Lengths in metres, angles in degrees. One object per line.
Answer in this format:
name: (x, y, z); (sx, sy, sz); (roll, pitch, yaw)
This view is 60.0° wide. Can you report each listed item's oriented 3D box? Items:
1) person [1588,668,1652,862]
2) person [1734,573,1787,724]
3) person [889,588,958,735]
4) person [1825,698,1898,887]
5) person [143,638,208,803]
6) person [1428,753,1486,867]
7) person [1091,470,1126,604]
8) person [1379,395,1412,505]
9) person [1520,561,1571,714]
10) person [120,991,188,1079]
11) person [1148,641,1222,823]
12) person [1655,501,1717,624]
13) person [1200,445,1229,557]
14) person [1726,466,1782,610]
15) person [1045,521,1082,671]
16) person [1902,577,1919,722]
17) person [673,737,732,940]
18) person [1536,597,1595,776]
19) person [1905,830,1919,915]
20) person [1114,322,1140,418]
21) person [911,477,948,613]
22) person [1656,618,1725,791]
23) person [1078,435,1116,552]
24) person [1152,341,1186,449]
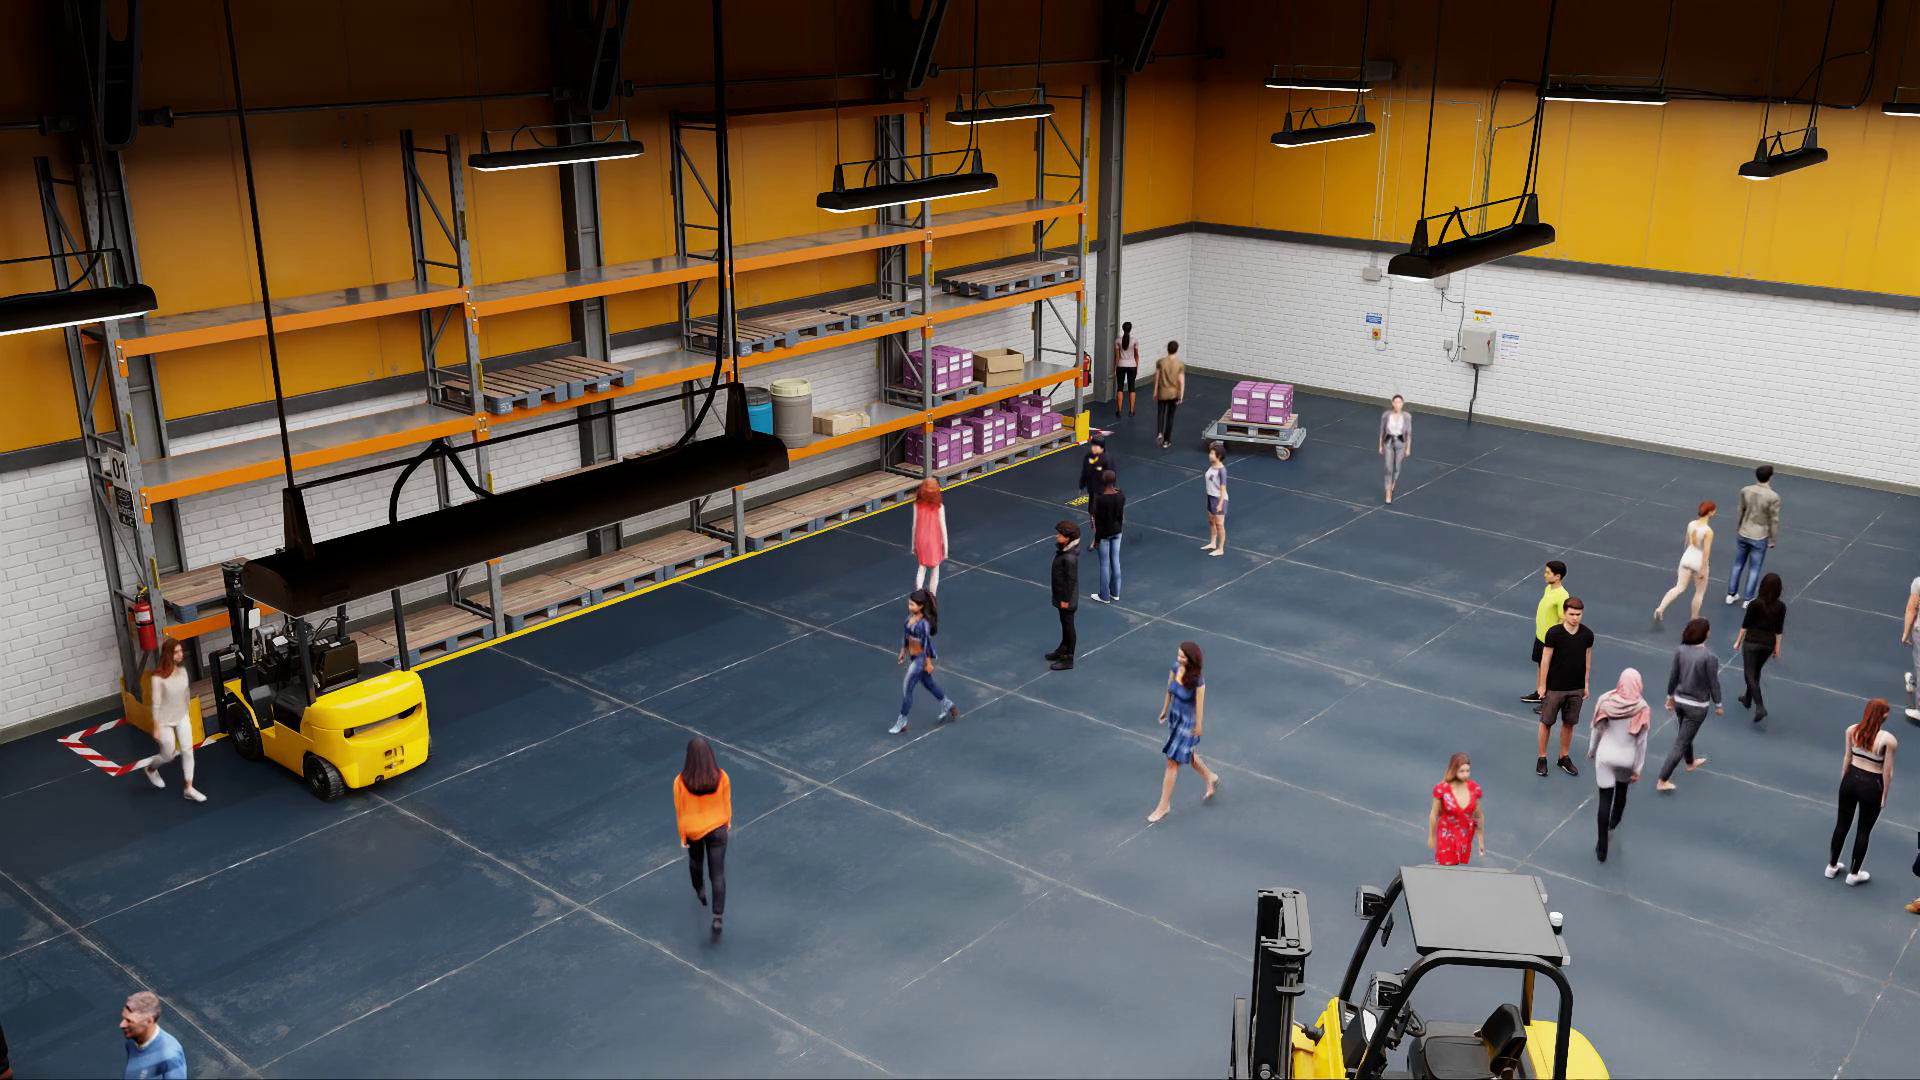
person: (5.925, 2.055, 15.024); (0.887, 1.762, 1.199); (7, 20, 19)
person: (8.613, 1.172, 17.875); (0.984, 1.614, 1.081); (0, 19, -1)
person: (-0.365, 1.269, 17.643); (1.140, 1.579, 0.916); (-8, 20, -22)
person: (7.927, 2.197, 14.626); (0.587, 1.746, 0.618); (-13, 23, -34)
person: (-7.687, 1.747, 16.078); (0.841, 1.673, 0.966); (7, 20, 21)
person: (4.146, 2.492, 14.047); (0.991, 1.556, 1.036); (-2, 19, -7)
person: (1.915, -0.059, 21.319); (0.547, 1.750, 0.702); (-13, 23, -34)
person: (6.660, -1.410, 25.503); (0.956, 1.641, 1.168); (4, 19, 11)
person: (6.439, 1.032, 18.144); (0.751, 1.709, 0.697); (-2, 19, -6)
person: (-4.965, 3.594, 10.360); (0.688, 1.820, 0.624); (11, 21, 28)
person: (2.172, 1.788, 15.796); (1.219, 1.774, 0.963); (-9, 20, -24)
person: (8.948, 0.315, 20.406); (1.036, 1.624, 0.823); (-10, 21, -28)
person: (3.573, -0.576, 23.143); (0.688, 1.564, 0.653); (-5, 19, -14)
person: (10.060, -0.050, 21.119); (0.653, 1.860, 0.744); (-14, 23, -35)
person: (1.236, 0.616, 19.264); (0.790, 1.781, 0.729); (-1, 19, -4)
person: (10.480, 1.072, 17.893); (1.118, 1.793, 1.369); (2, 19, 6)
person: (-2.095, 2.489, 13.826); (1.123, 1.703, 1.121); (-4, 19, -11)
person: (6.066, 1.441, 16.690); (0.761, 1.862, 0.807); (-1, 19, -2)
person: (8.366, 2.630, 14.166); (0.677, 1.219, 0.606); (2, 19, 6)
person: (3.047, -3.136, 30.459); (0.693, 1.748, 0.720); (2, 19, 5)
person: (-0.422, 0.127, 20.667); (0.748, 1.813, 0.841); (7, 20, 19)
person: (7.109, 1.653, 16.295); (1.216, 1.713, 0.909); (-10, 21, -27)
person: (1.995, -0.666, 23.269); (0.738, 1.655, 0.783); (-14, 23, -36)
person: (3.524, -2.450, 28.282); (0.810, 1.838, 0.844); (6, 19, 17)
